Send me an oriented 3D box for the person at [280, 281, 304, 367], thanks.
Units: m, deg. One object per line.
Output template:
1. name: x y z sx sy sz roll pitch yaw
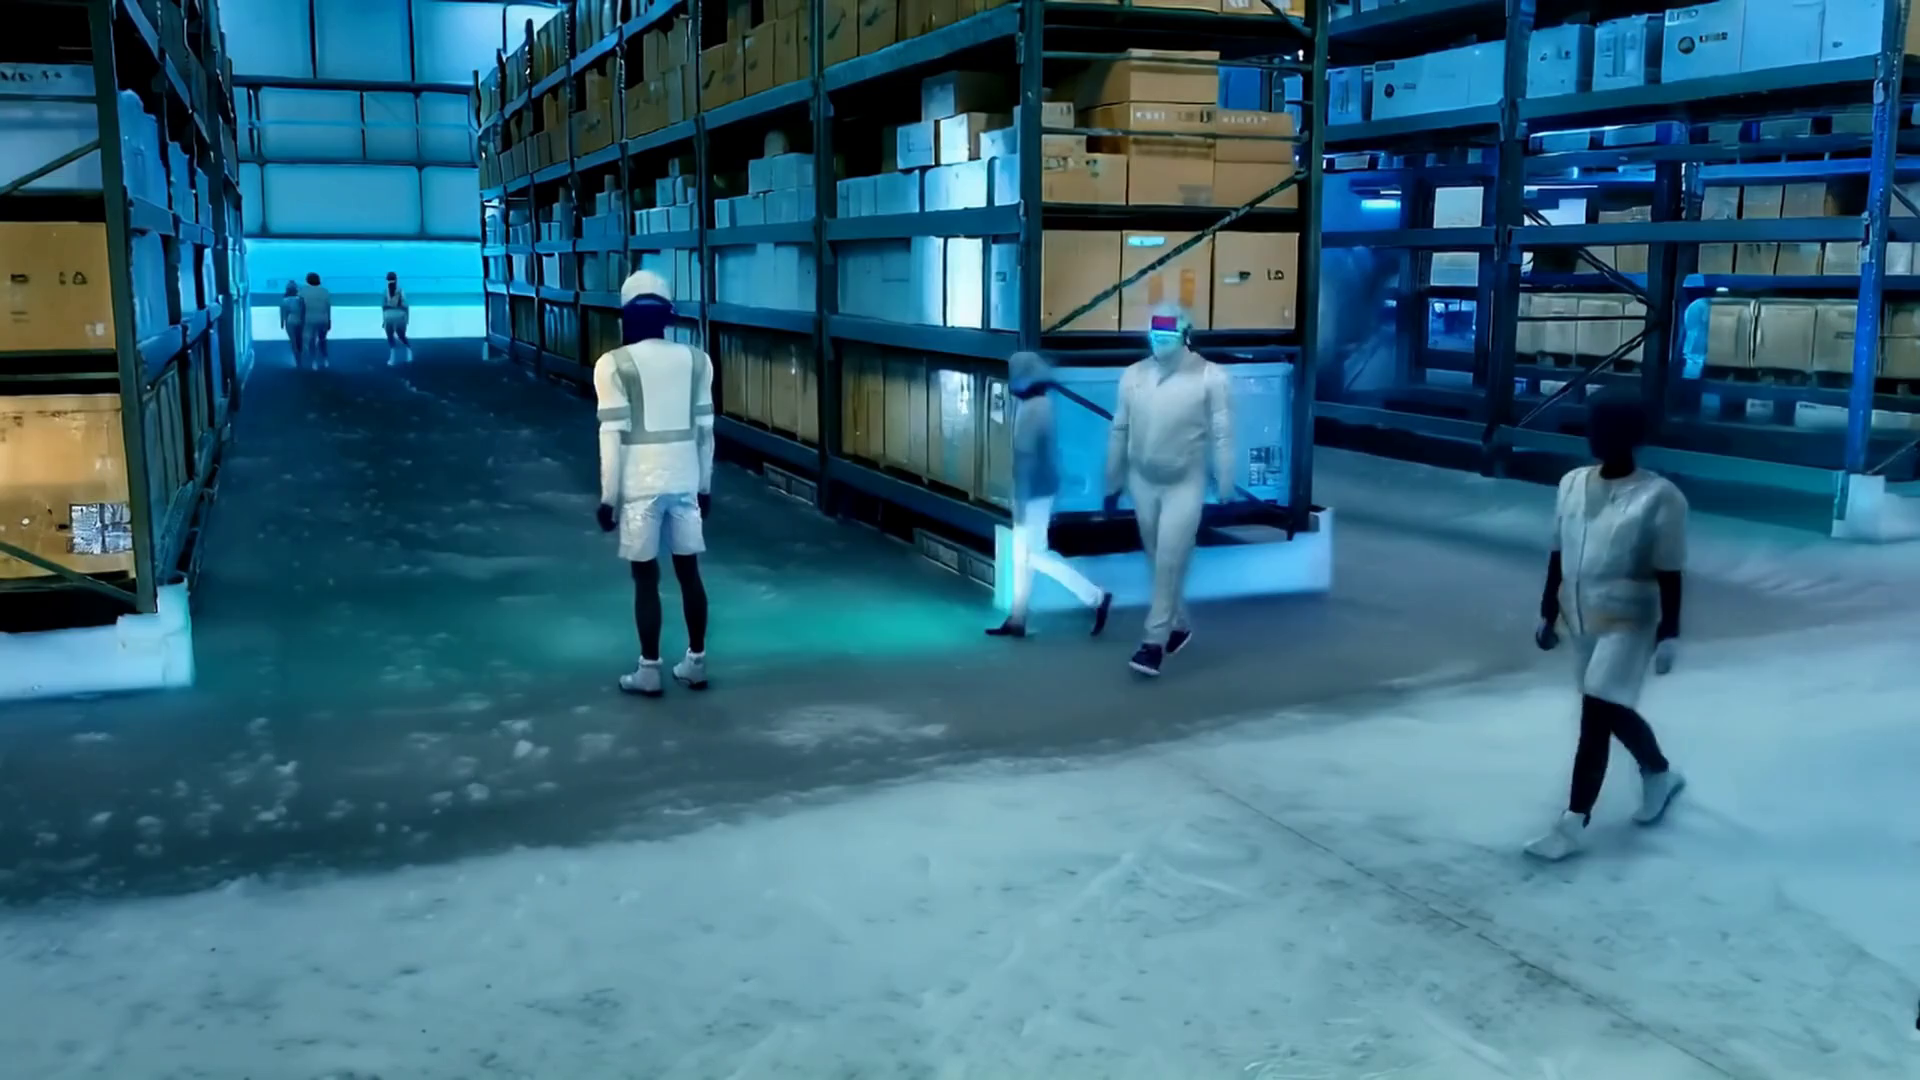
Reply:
1. person: -13.346 -4.330 33.315 0.508 1.689 0.889 -6 11 -31

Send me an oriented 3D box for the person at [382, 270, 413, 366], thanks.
1. person: -11.406 -4.497 33.703 0.549 1.918 0.744 2 10 9

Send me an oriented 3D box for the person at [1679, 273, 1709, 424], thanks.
1. person: 9.098 -2.345 20.728 0.362 1.935 0.553 7 12 36

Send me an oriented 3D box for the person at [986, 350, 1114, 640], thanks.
1. person: 0.492 -0.230 9.068 0.668 1.599 0.530 3 10 18

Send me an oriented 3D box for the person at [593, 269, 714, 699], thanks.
1. person: -1.465 -0.262 7.946 0.609 2.040 0.394 -7 12 -38

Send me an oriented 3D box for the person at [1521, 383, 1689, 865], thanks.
1. person: 2.339 0.273 5.859 0.825 1.666 0.534 -4 10 -25

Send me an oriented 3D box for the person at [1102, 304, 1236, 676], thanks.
1. person: 1.033 -0.264 8.507 0.652 1.851 1.001 6 11 33

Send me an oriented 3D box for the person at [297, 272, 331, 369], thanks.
1. person: -12.674 -4.316 32.710 0.636 1.879 1.040 -2 10 -14
